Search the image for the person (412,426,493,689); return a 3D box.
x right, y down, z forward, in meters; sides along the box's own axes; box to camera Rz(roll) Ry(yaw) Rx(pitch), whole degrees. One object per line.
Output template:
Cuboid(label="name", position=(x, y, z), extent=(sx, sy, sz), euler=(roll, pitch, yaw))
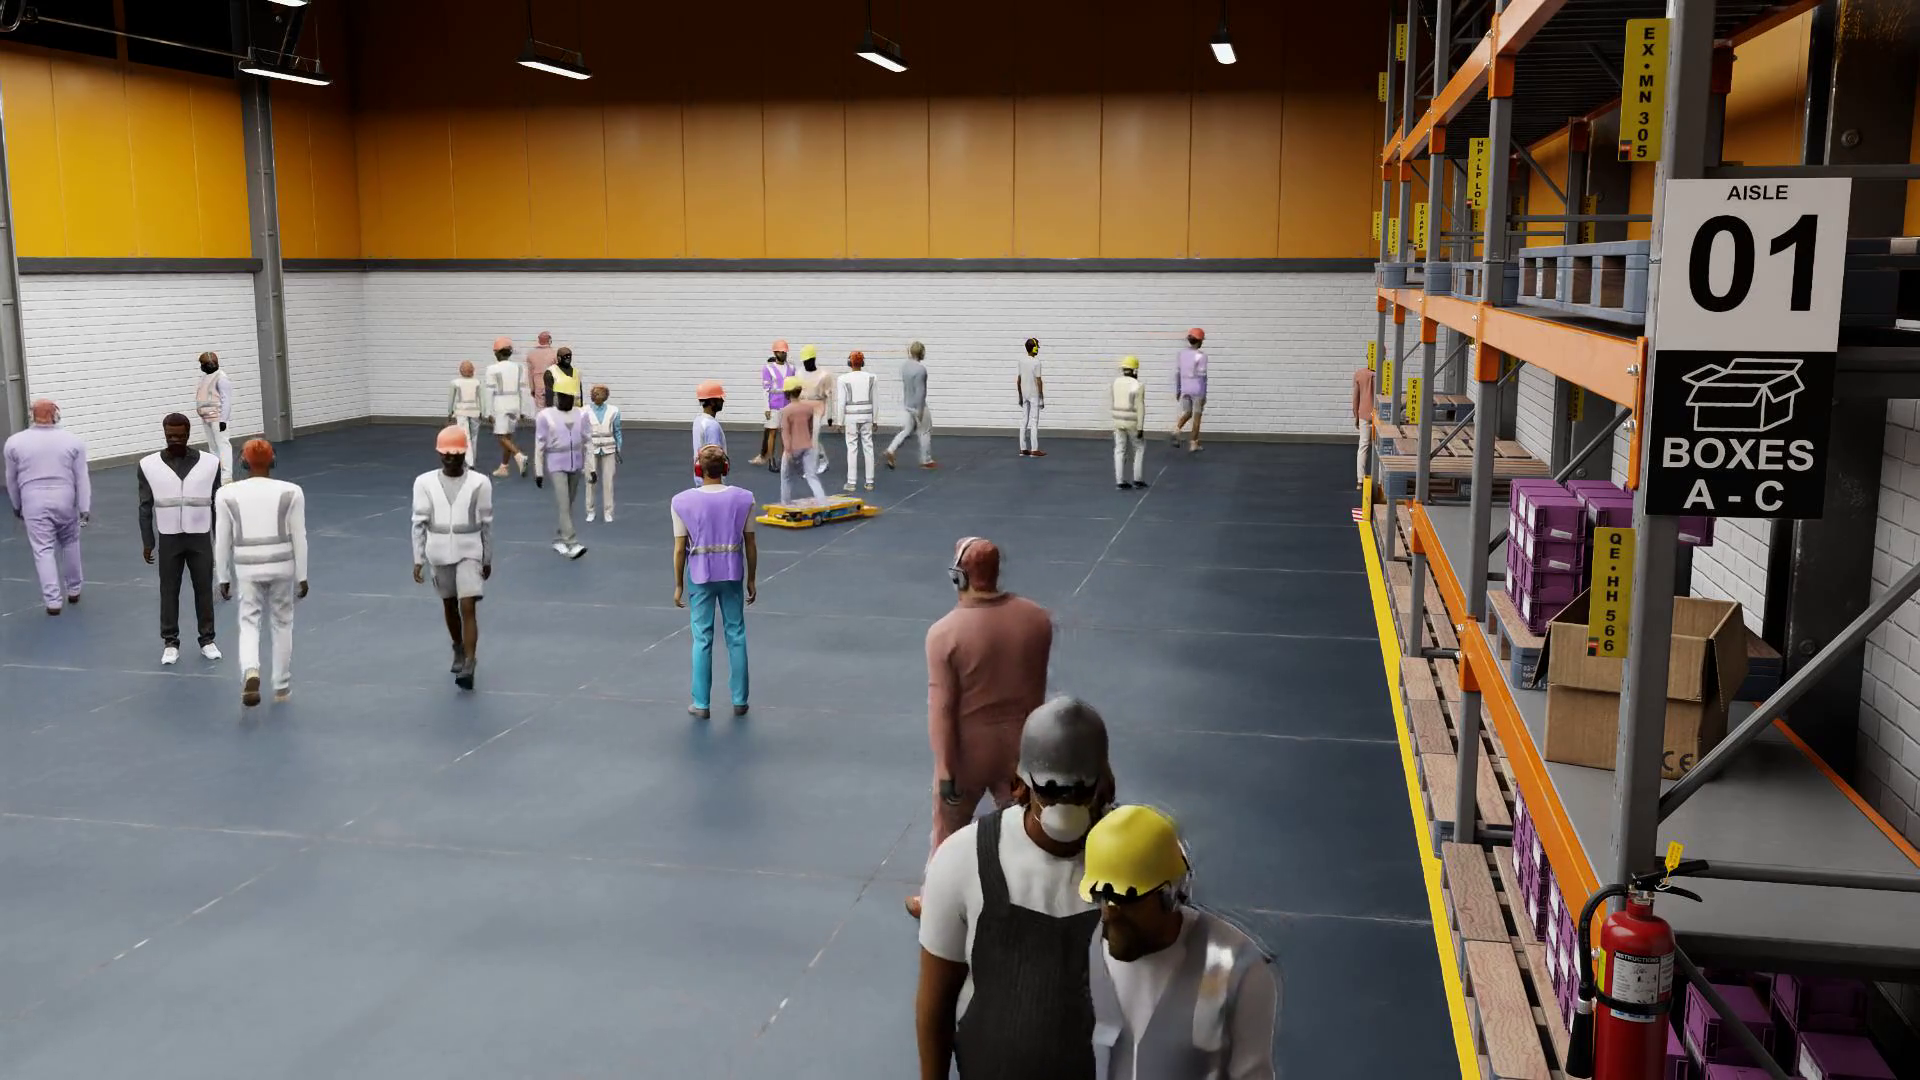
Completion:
Cuboid(label="person", position=(-3.663, 0.113, 12.041), extent=(0.553, 1.877, 1.024), euler=(-2, 10, -10))

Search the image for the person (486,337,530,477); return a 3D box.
Cuboid(label="person", position=(-6.362, -1.855, 23.490), extent=(0.866, 2.015, 0.611), euler=(8, 13, 41))

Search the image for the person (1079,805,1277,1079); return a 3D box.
Cuboid(label="person", position=(0.483, 1.486, 4.075), extent=(0.596, 1.785, 0.643), euler=(4, 10, 25))

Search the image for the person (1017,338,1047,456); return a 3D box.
Cuboid(label="person", position=(1.135, -2.254, 26.308), extent=(0.533, 1.871, 0.320), euler=(9, 13, 43))

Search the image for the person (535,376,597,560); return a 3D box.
Cuboid(label="person", position=(-4.044, -0.745, 17.197), extent=(0.585, 1.875, 0.968), euler=(-9, 13, -42))

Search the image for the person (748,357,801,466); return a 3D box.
Cuboid(label="person", position=(-2.735, -1.927, 24.991), extent=(0.875, 1.655, 0.532), euler=(-7, 12, -37))

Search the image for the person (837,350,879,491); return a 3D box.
Cuboid(label="person", position=(-1.371, -1.599, 22.323), extent=(0.573, 1.883, 0.353), euler=(-4, 10, -21))

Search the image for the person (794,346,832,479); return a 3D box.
Cuboid(label="person", position=(-2.085, -1.852, 23.873), extent=(0.580, 1.878, 0.913), euler=(5, 11, 29))

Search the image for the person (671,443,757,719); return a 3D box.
Cuboid(label="person", position=(-1.630, 0.279, 11.105), extent=(0.566, 1.849, 0.387), euler=(-3, 10, -19))

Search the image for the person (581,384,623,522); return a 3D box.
Cuboid(label="person", position=(-4.250, -1.010, 19.612), extent=(0.548, 1.629, 0.478), euler=(-3, 10, -18))

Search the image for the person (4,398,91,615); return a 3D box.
Cuboid(label="person", position=(-8.009, -0.312, 14.639), extent=(0.642, 1.862, 0.933), euler=(-5, 11, -29))

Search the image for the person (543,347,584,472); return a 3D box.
Cuboid(label="person", position=(-5.704, -1.871, 24.085), extent=(0.430, 1.844, 0.624), euler=(8, 13, 42))

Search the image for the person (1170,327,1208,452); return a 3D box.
Cuboid(label="person", position=(3.711, -2.414, 26.799), extent=(0.579, 2.022, 0.628), euler=(-9, 13, -42))

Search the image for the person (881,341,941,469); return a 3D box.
Cuboid(label="person", position=(-0.718, -1.967, 24.465), extent=(0.869, 1.911, 0.636), euler=(-5, 11, -28))

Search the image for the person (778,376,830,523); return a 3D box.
Cuboid(label="person", position=(-1.869, -1.061, 19.558), extent=(0.518, 1.723, 0.907), euler=(-7, 12, -37))

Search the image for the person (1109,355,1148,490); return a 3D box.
Cuboid(label="person", position=(2.304, -1.579, 22.407), extent=(0.605, 1.820, 0.517), euler=(8, 12, 40))

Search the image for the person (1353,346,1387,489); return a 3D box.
Cuboid(label="person", position=(5.576, -1.660, 22.346), extent=(0.612, 1.997, 0.375), euler=(7, 12, 35))

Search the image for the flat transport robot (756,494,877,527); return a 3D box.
Cuboid(label="flat transport robot", position=(-1.695, -0.353, 19.662), extent=(0.652, 0.197, 1.431), euler=(7, 12, 38))

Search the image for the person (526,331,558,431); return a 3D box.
Cuboid(label="person", position=(-6.951, -2.564, 28.050), extent=(0.651, 1.913, 0.409), euler=(2, 10, 13))

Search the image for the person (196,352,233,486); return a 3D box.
Cuboid(label="person", position=(-10.227, -1.655, 22.809), extent=(0.621, 1.837, 0.429), euler=(8, 13, 41))

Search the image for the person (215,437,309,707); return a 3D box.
Cuboid(label="person", position=(-4.749, 0.235, 11.330), extent=(0.585, 1.866, 0.687), euler=(-3, 10, -17))

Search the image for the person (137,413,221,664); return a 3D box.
Cuboid(label="person", position=(-5.936, -0.022, 12.722), extent=(0.597, 1.914, 0.371), euler=(-6, 11, -30))

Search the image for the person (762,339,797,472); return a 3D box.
Cuboid(label="person", position=(-2.618, -1.961, 24.326), extent=(0.545, 1.942, 0.353), euler=(-7, 12, -36))

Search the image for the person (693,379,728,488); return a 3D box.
Cuboid(label="person", position=(-2.368, -0.569, 15.940), extent=(0.347, 1.943, 0.545), euler=(-5, 10, -26))

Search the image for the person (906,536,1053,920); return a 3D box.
Cuboid(label="person", position=(0.132, 0.908, 7.322), extent=(0.654, 1.858, 1.005), euler=(-5, 11, -27))

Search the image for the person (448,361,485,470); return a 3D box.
Cuboid(label="person", position=(-7.297, -1.842, 24.645), extent=(0.521, 1.599, 0.850), euler=(-5, 11, -27))
